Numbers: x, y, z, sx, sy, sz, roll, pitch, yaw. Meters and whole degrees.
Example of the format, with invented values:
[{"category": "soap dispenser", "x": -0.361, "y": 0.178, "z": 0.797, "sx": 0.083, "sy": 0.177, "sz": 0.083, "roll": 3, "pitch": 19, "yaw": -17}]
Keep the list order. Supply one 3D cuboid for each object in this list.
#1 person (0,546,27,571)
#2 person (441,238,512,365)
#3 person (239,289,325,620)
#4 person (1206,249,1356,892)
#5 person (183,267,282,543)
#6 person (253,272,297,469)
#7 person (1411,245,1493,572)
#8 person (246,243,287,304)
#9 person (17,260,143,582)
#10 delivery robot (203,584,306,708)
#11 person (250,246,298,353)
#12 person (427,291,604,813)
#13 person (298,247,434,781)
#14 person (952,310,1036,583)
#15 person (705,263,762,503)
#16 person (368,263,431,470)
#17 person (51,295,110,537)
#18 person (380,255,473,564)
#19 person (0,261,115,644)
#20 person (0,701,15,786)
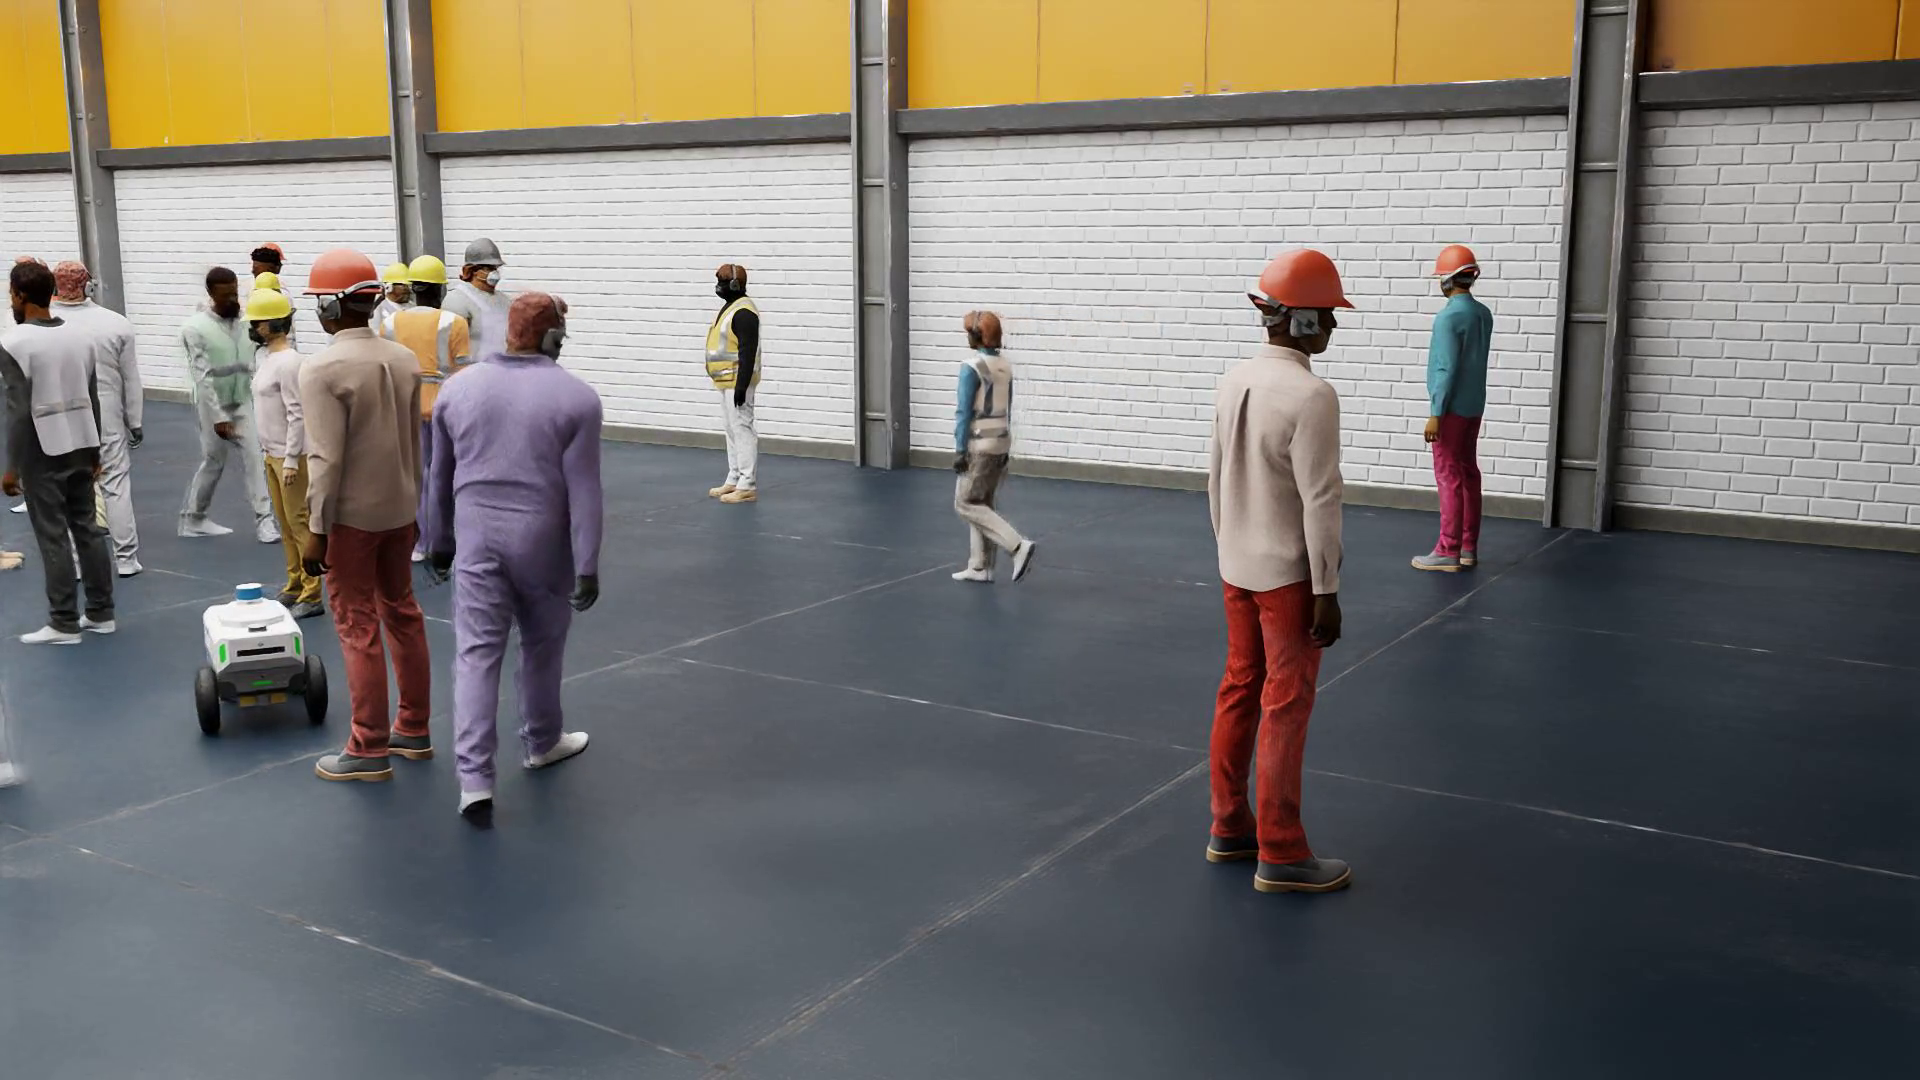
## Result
[{"category": "person", "x": -5.979, "y": -0.708, "z": 10.145, "sx": 0.357, "sy": 1.835, "sz": 0.518, "roll": -6, "pitch": 12, "yaw": -31}, {"category": "person", "x": -3.351, "y": -1.139, "z": 11.944, "sx": 0.538, "sy": 2.000, "sz": 0.684, "roll": 4, "pitch": 11, "yaw": 20}, {"category": "person", "x": -3.635, "y": -0.453, "z": 8.908, "sx": 0.318, "sy": 1.767, "sz": 0.525, "roll": -7, "pitch": 13, "yaw": -35}, {"category": "person", "x": 1.015, "y": 0.096, "z": 5.225, "sx": 0.396, "sy": 1.992, "sz": 0.623, "roll": -4, "pitch": 11, "yaw": -21}, {"category": "person", "x": -4.927, "y": -0.897, "z": 11.150, "sx": 0.849, "sy": 1.857, "sz": 0.613, "roll": 6, "pitch": 12, "yaw": 28}, {"category": "person", "x": -6.054, "y": -1.482, "z": 14.668, "sx": 0.486, "sy": 1.744, "sz": 0.294, "roll": 2, "pitch": 10, "yaw": 8}, {"category": "person", "x": 3.031, "y": -0.804, "z": 10.218, "sx": 0.388, "sy": 1.990, "sz": 0.622, "roll": 9, "pitch": 13, "yaw": 40}, {"category": "person", "x": -7.058, "y": -2.049, "z": 17.112, "sx": 0.622, "sy": 1.992, "sz": 0.395, "roll": 7, "pitch": 12, "yaw": 32}, {"category": "person", "x": -5.208, "y": -0.701, "z": 9.886, "sx": 0.651, "sy": 1.906, "sz": 0.409, "roll": -6, "pitch": 12, "yaw": -30}, {"category": "delivery robot", "x": -3.023, "y": 0.430, "z": 7.106, "sx": 0.477, "sy": 0.478, "sz": 0.707, "roll": -6, "pitch": 12, "yaw": -28}, {"category": "person", "x": -6.204, "y": -1.668, "z": 15.074, "sx": 0.368, "sy": 1.967, "sz": 0.600, "roll": -8, "pitch": 13, "yaw": -37}, {"category": "person", "x": -1.621, "y": 0.032, "z": 6.035, "sx": 0.719, "sy": 1.846, "sz": 0.967, "roll": 1, "pitch": 10, "yaw": 5}, {"category": "person", "x": -2.254, "y": -0.092, "z": 6.266, "sx": 0.386, "sy": 1.992, "sz": 0.625, "roll": 3, "pitch": 11, "yaw": 18}, {"category": "person", "x": 0.188, "y": -0.521, "z": 9.668, "sx": 0.537, "sy": 1.621, "sz": 0.528, "roll": 5, "pitch": 12, "yaw": 27}, {"category": "person", "x": -1.756, "y": -1.214, "z": 12.912, "sx": 0.429, "sy": 1.844, "sz": 0.627, "roll": -4, "pitch": 11, "yaw": -21}, {"category": "person", "x": -4.864, "y": -1.483, "z": 14.453, "sx": 0.403, "sy": 1.826, "sz": 0.593, "roll": 5, "pitch": 11, "yaw": 26}, {"category": "person", "x": -5.988, "y": -0.880, "z": 11.300, "sx": 0.340, "sy": 1.752, "sz": 0.564, "roll": -8, "pitch": 13, "yaw": -38}, {"category": "person", "x": -3.296, "y": -0.803, "z": 10.394, "sx": 0.588, "sy": 1.927, "sz": 0.370, "roll": 1, "pitch": 10, "yaw": 7}, {"category": "person", "x": -4.534, "y": -0.431, "z": 8.357, "sx": 0.373, "sy": 1.916, "sz": 0.596, "roll": 2, "pitch": 11, "yaw": 13}, {"category": "person", "x": -3.855, "y": 0.134, "z": 6.150, "sx": 0.770, "sy": 1.582, "sz": 0.522, "roll": 4, "pitch": 11, "yaw": 23}]
